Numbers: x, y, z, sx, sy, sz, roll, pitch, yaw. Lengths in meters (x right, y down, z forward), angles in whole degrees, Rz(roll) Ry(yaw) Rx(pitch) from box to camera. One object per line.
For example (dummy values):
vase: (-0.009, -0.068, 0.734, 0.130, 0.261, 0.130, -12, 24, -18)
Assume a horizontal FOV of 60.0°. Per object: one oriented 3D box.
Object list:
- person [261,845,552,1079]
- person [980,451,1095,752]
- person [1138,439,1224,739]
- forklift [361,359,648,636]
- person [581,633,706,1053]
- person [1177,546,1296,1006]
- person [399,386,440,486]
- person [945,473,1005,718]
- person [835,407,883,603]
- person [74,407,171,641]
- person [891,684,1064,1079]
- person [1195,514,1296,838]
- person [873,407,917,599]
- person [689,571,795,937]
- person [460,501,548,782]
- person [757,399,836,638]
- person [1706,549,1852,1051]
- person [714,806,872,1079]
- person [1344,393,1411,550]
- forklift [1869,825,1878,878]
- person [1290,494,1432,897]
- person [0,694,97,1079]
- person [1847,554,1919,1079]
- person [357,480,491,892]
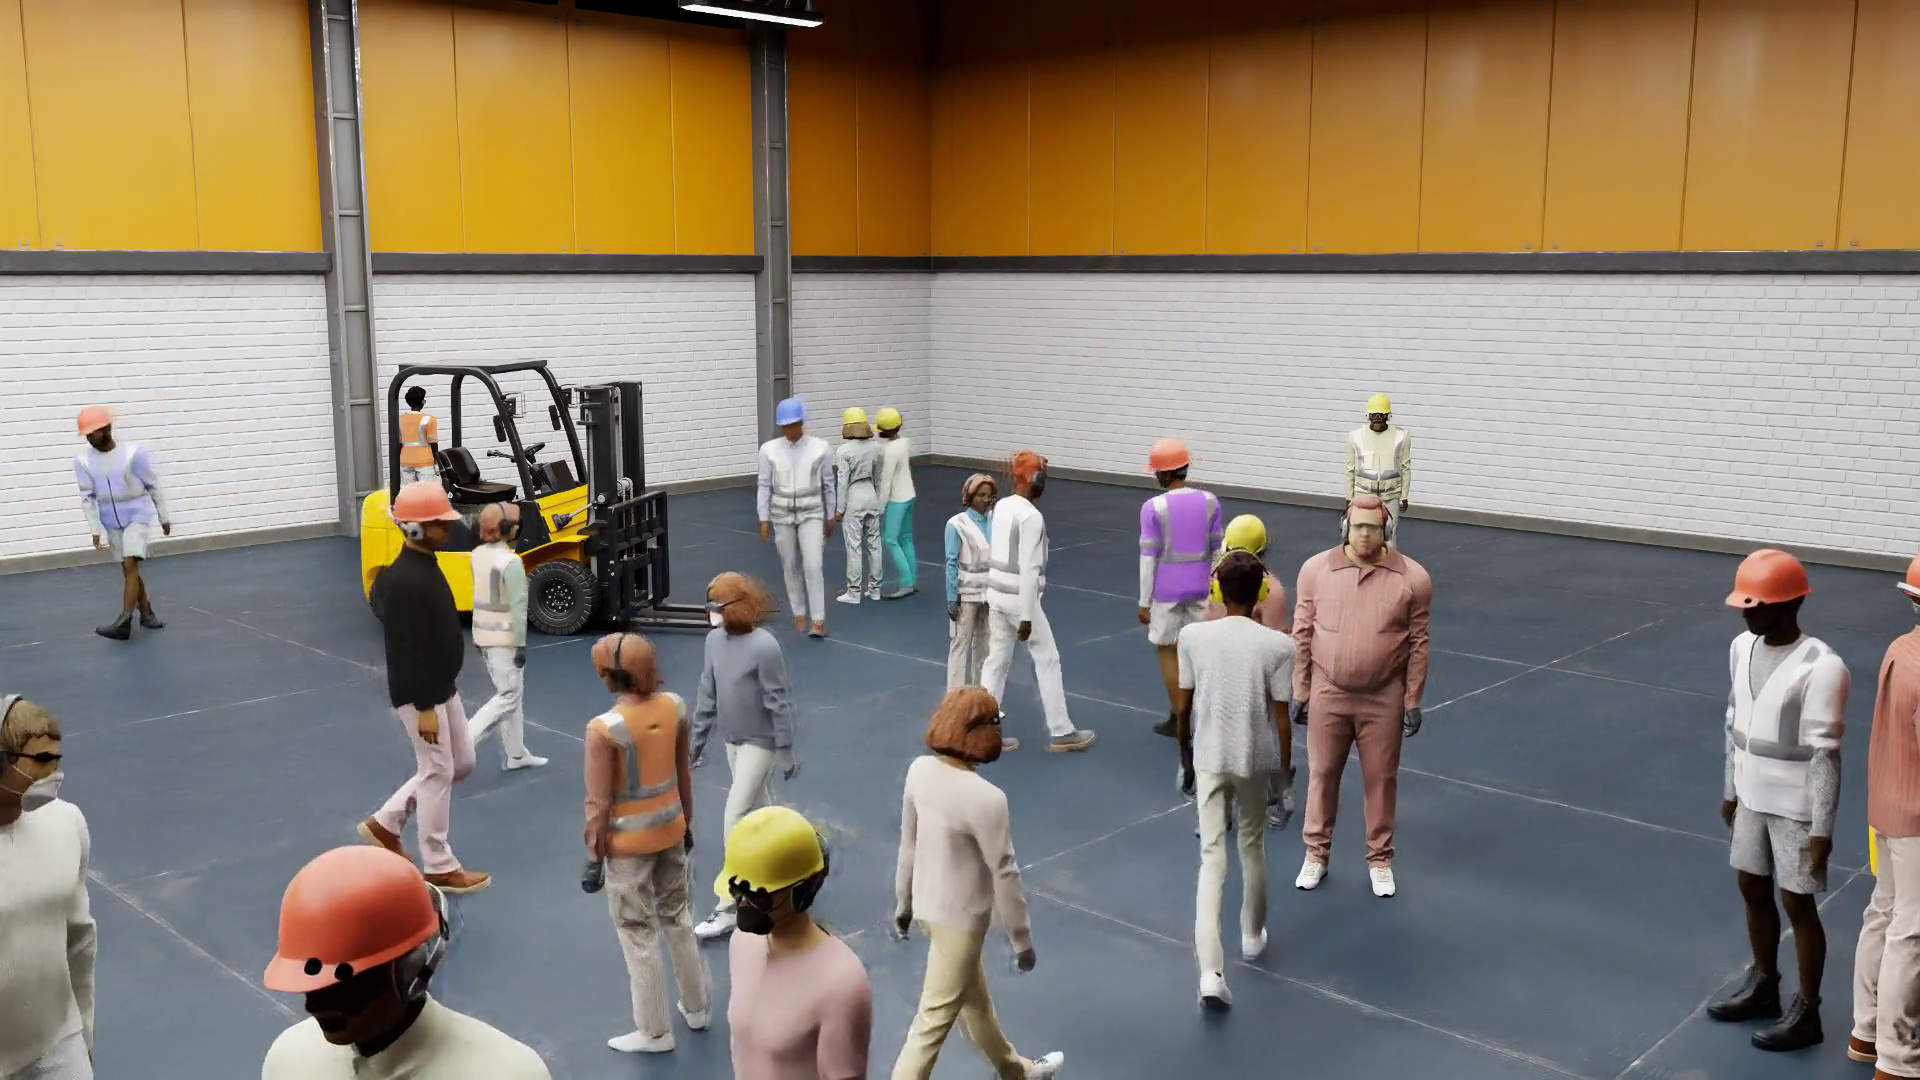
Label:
person: (-0.974, 1.480, 3.024, 0.635, 1.976, 0.513, 3, 10, 20)
person: (0.418, 0.380, 10.144, 0.756, 1.853, 0.583, -5, 10, -26)
person: (1.437, 0.322, 10.415, 0.724, 1.886, 0.369, -3, 10, -18)
forklift: (-3.850, -0.407, 13.936, 2.313, 2.155, 1.214, 2, 9, 11)
person: (-1.180, 1.137, 6.265, 0.314, 1.613, 0.607, 6, 11, 32)
person: (1.111, 0.951, 6.807, 0.504, 1.816, 0.969, 2, 9, 12)
person: (-5.860, -0.818, 18.000, 0.532, 1.694, 0.320, 3, 10, 20)
person: (0.107, 0.382, 10.806, 0.522, 1.636, 0.310, -9, 13, -43)
person: (-0.903, -0.309, 14.730, 0.485, 1.740, 0.303, -8, 12, -40)
person: (-6.725, -0.143, 13.348, 0.583, 1.869, 0.840, 0, 9, -2)
person: (0.039, 1.261, 5.566, 0.876, 1.583, 0.532, -6, 11, -33)
person: (1.522, 0.685, 8.659, 0.620, 1.719, 0.588, -5, 11, -30)
person: (-0.570, -0.340, 14.977, 0.338, 1.727, 0.589, 2, 10, 14)
person: (-1.036, 0.944, 7.433, 0.713, 1.600, 0.534, -8, 12, -40)
person: (-2.711, 0.591, 9.576, 0.651, 1.623, 0.526, -8, 12, -41)
person: (-1.307, -0.159, 13.277, 0.617, 1.915, 0.853, 0, 9, 0)
person: (3.068, 0.976, 6.304, 0.435, 1.920, 0.551, -2, 10, -15)
person: (-0.331, 1.442, 3.959, 0.610, 1.740, 0.532, -8, 12, -41)
person: (3.822, -0.433, 15.247, 0.592, 1.825, 0.403, 2, 9, 12)
forklift: (5.205, 0.723, 7.013, 2.313, 2.155, 1.214, 9, 13, 43)
person: (1.876, 0.728, 7.855, 0.643, 1.910, 0.411, 3, 10, 15)
person: (-2.489, 1.323, 4.231, 0.679, 1.903, 0.641, 4, 10, 22)
person: (3.436, 0.997, 5.932, 0.374, 1.997, 0.613, 2, 10, 14)
person: (-2.549, 0.701, 7.800, 0.534, 1.977, 0.621, -1, 9, -5)
